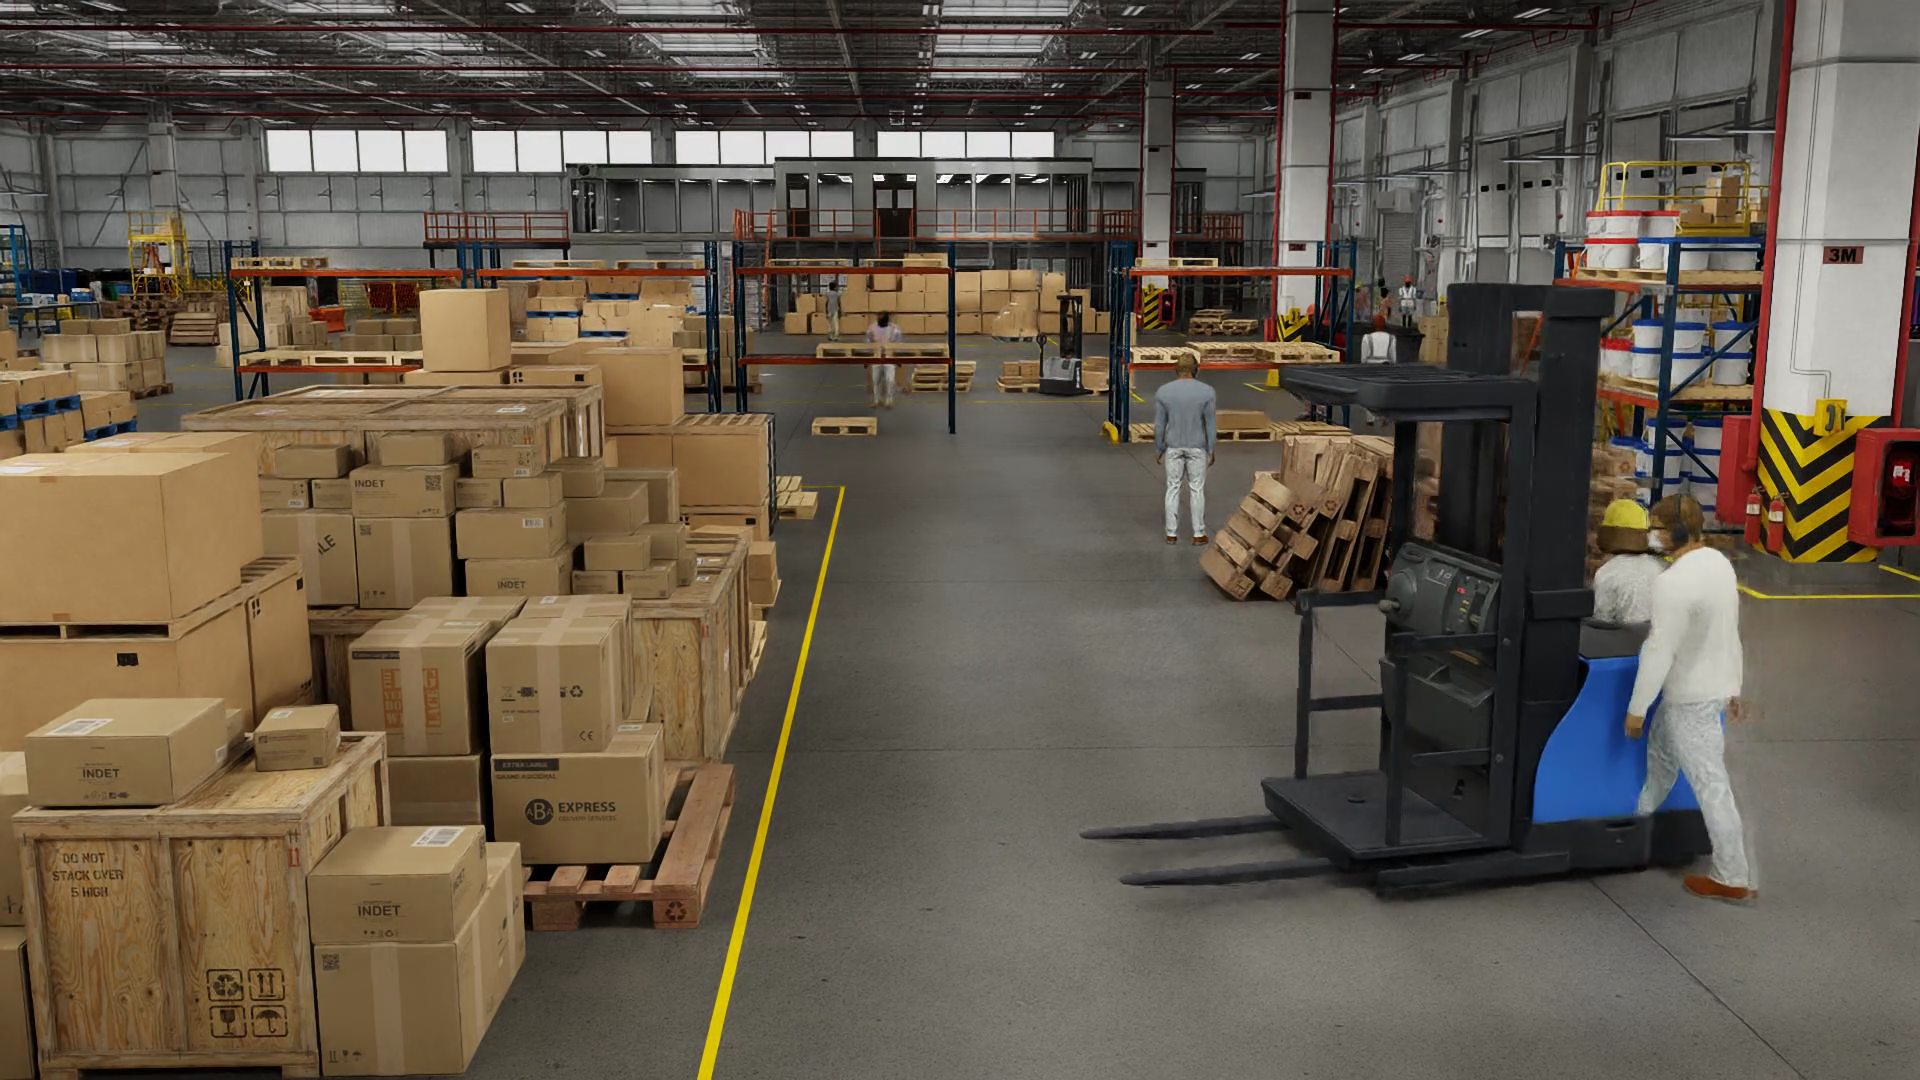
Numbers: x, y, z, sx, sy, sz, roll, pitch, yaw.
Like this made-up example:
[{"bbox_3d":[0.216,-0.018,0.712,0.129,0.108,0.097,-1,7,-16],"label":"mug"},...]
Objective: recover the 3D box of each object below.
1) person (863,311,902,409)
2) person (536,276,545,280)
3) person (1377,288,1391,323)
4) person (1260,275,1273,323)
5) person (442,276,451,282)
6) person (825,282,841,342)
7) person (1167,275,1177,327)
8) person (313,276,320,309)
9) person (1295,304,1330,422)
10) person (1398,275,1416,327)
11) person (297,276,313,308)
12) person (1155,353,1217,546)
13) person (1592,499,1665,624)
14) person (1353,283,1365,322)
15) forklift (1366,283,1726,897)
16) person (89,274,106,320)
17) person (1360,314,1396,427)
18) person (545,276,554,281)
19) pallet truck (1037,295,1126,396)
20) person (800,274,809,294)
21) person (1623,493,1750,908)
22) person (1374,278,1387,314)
[{"bbox_3d":[-1.418,-3.255,30.151,0.706,1.790,0.801,2,10,10],"label":"person"},{"bbox_3d":[-15.531,-9.086,61.936,0.536,2.000,0.681,-6,12,-30],"label":"person"},{"bbox_3d":[12.512,-6.644,49.366,0.744,1.663,0.551,-2,10,-10],"label":"person"},{"bbox_3d":[11.505,-9.083,62.283,0.679,1.904,0.782,7,12,33],"label":"person"},{"bbox_3d":[-16.676,-7.682,54.480,0.551,1.912,0.707,6,12,29],"label":"person"},{"bbox_3d":[-3.834,-6.904,50.407,0.529,1.837,0.971,-3,11,-16],"label":"person"},{"bbox_3d":[7.545,-8.612,59.425,0.380,1.991,0.626,1,10,7],"label":"person"},{"bbox_3d":[-25.275,-9.574,65.450,0.344,1.756,0.518,-5,11,-26],"label":"person"},{"bbox_3d":[5.949,-2.971,27.999,0.396,1.993,0.618,-8,13,-37],"label":"person"},{"bbox_3d":[14.652,-7.698,54.509,0.566,1.925,0.445,3,11,17],"label":"person"},{"bbox_3d":[-26.077,-9.717,66.027,0.599,1.827,1.002,2,10,12],"label":"person"},{"bbox_3d":[2.255,-0.901,16.639,0.627,1.935,0.371,3,11,17],"label":"person"},{"bbox_3d":[3.418,0.651,8.570,0.489,1.722,0.447,-4,11,-23],"label":"person"},{"bbox_3d":[12.870,-7.439,53.674,0.897,1.724,0.536,-10,14,-43],"label":"person"},{"bbox_3d":[2.700,0.151,8.137,1.873,2.768,1.129,-2,10,-13],"label":"forklift"},{"bbox_3d":[-33.100,-9.292,63.752,0.508,1.798,1.013,1,10,6],"label":"person"},{"bbox_3d":[6.812,-2.744,27.085,0.589,1.866,0.610,-1,10,-4],"label":"person"},{"bbox_3d":[-15.771,-9.380,63.996,0.589,1.894,0.884,-3,11,-15],"label":"person"},{"bbox_3d":[2.483,-3.881,33.060,1.885,1.965,0.823,-7,13,-36],"label":"pallet truck"},{"bbox_3d":[-5.334,-8.319,58.050,0.867,1.909,0.634,-4,11,-21],"label":"person"},{"bbox_3d":[3.274,0.717,7.750,0.993,1.887,0.644,9,14,42],"label":"person"},{"bbox_3d":[14.231,-7.973,56.370,0.690,1.813,0.634,9,14,41],"label":"person"}]
